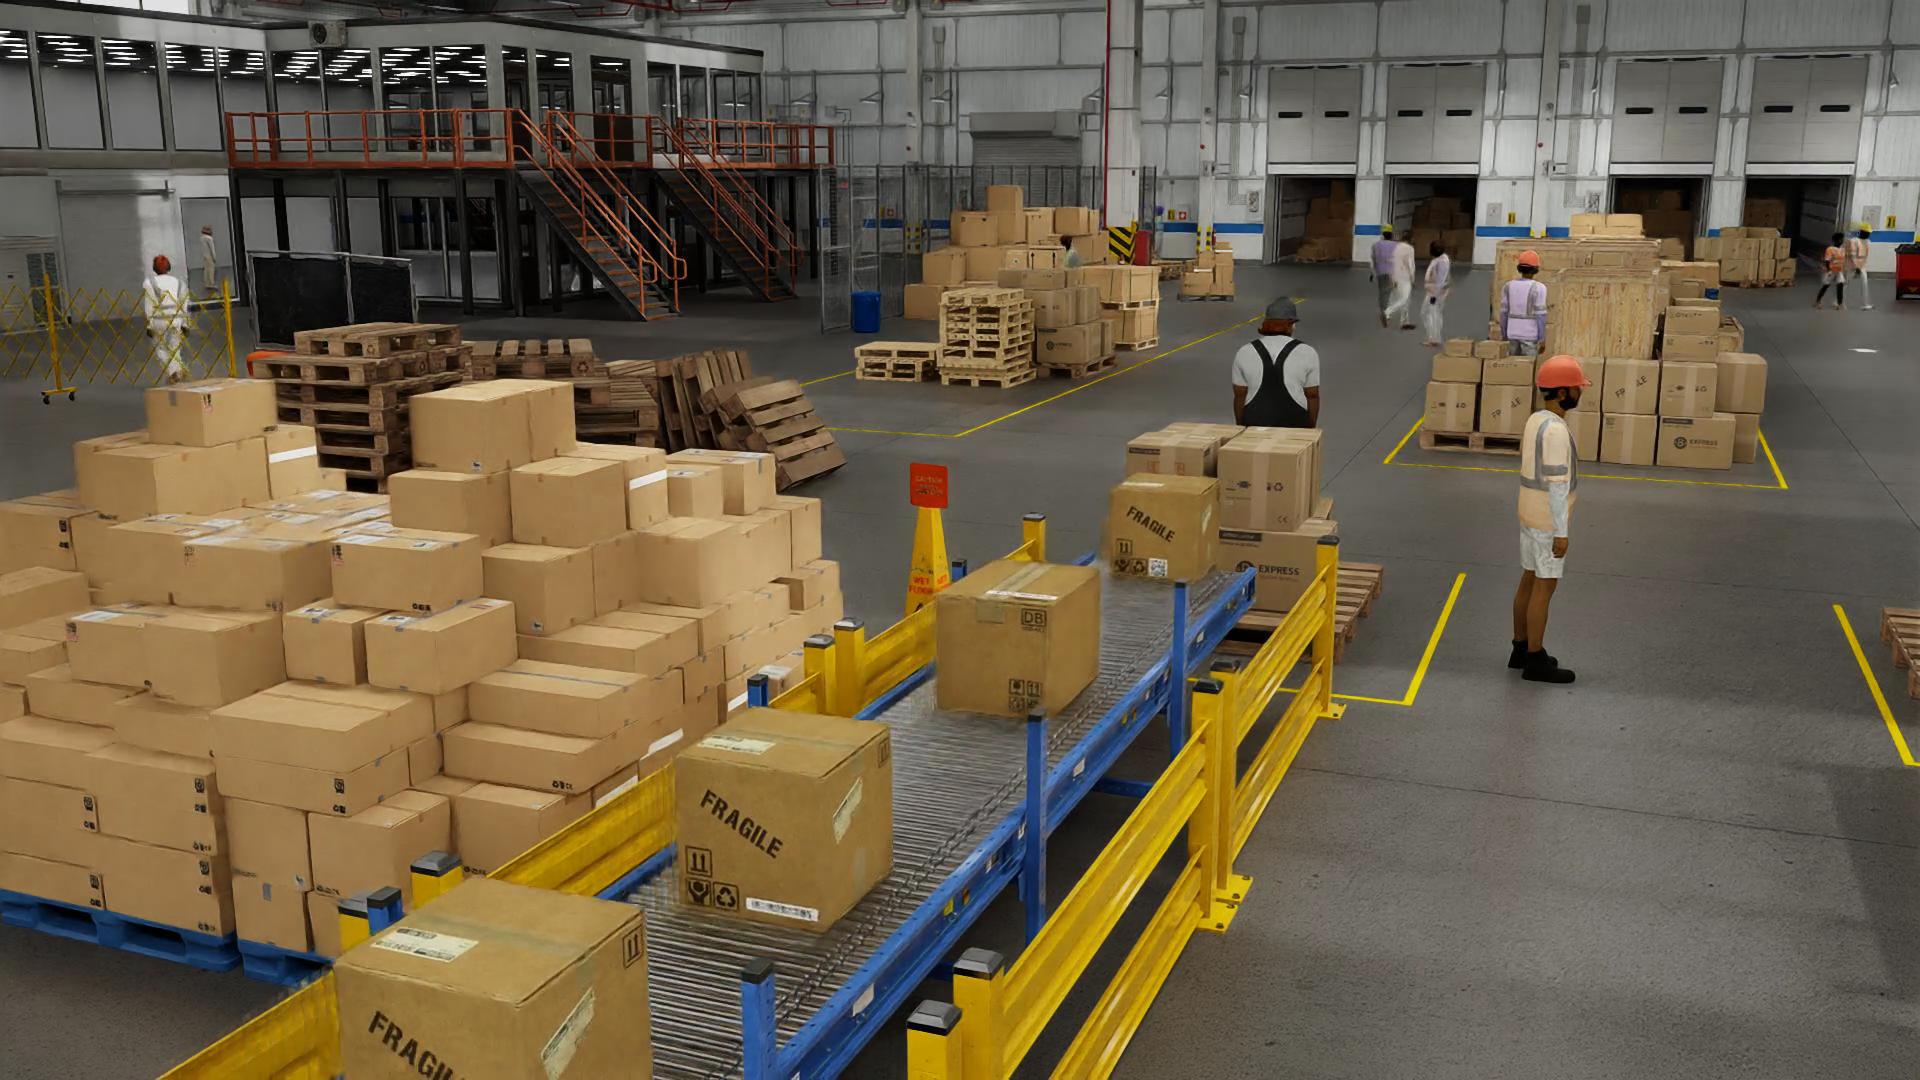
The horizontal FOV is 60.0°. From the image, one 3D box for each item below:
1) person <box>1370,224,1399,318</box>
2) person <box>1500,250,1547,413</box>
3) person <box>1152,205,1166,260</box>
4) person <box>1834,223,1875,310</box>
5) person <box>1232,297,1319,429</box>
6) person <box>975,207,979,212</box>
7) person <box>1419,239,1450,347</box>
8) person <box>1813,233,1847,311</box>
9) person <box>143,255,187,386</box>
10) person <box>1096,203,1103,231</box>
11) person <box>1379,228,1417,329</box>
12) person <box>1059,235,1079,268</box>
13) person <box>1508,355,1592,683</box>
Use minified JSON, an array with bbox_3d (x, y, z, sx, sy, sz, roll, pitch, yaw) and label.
[{"bbox_3d":[8.637,-5.440,33.770,0.614,1.920,0.490,6,14,26],"label":"person"},{"bbox_3d":[6.875,-2.496,20.266,0.365,2.045,0.615,-9,16,-36],"label":"person"},{"bbox_3d":[6.167,-9.512,52.053,0.567,1.915,0.723,4,13,17],"label":"person"},{"bbox_3d":[19.498,-5.945,36.146,0.577,1.876,0.965,-4,13,-16],"label":"person"},{"bbox_3d":[2.511,-0.911,13.171,0.673,2.000,0.536,5,13,20],"label":"person"},{"bbox_3d":[0.311,-9.250,50.936,0.734,1.885,0.454,-12,17,-43],"label":"person"},{"bbox_3d":[8.092,-4.212,28.443,0.525,1.830,0.662,2,13,7],"label":"person"},{"bbox_3d":[18.899,-5.804,36.021,0.537,1.676,0.794,-3,13,-13],"label":"person"},{"bbox_3d":[-10.881,-2.969,22.791,0.417,1.866,0.599,9,16,36],"label":"person"},{"bbox_3d":[4.404,-9.545,52.064,0.429,1.966,0.625,-1,13,-6],"label":"person"},{"bbox_3d":[8.321,-4.921,31.435,0.756,1.916,0.632,-2,13,-11],"label":"person"},{"bbox_3d":[2.017,-4.884,31.571,0.980,1.791,0.649,-6,14,-27],"label":"person"},{"bbox_3d":[3.503,-0.127,9.878,0.354,1.942,0.545,0,13,2],"label":"person"}]
